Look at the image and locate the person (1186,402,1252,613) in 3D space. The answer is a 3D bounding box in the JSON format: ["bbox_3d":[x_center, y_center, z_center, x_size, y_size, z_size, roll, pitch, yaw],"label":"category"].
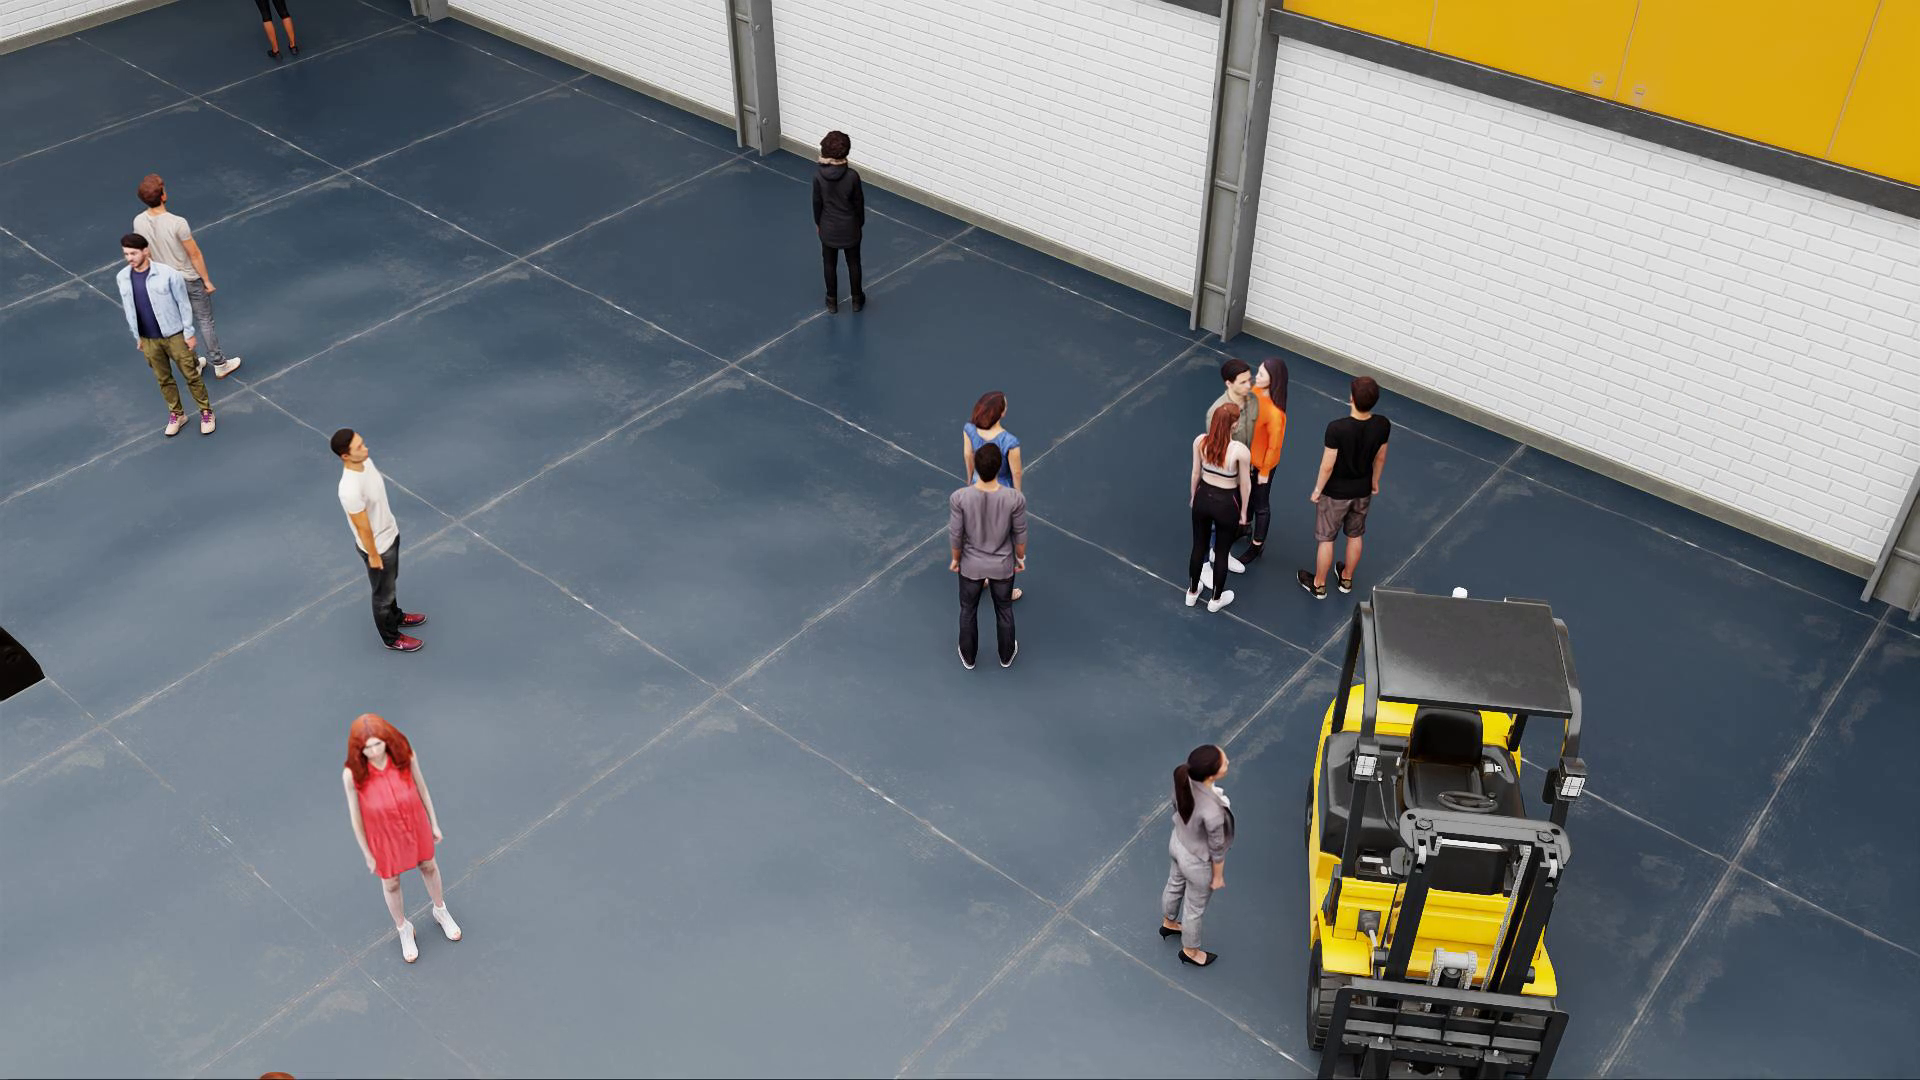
[{"bbox_3d":[1.825,-0.237,11.871,0.494,1.742,0.679,20,43,23],"label":"person"}]

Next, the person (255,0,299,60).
[{"bbox_3d":[-8.311,-6.657,19.907,0.640,1.748,0.595,-28,46,-30],"label":"person"}]

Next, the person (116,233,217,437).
[{"bbox_3d":[-6.528,-1.689,13.634,0.747,1.812,0.812,-2,39,-3],"label":"person"}]

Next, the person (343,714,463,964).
[{"bbox_3d":[-3.178,1.667,9.419,0.640,1.828,0.597,-23,44,-26],"label":"person"}]

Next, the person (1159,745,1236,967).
[{"bbox_3d":[1.324,1.775,9.403,0.774,1.679,0.671,-16,41,-19],"label":"person"}]

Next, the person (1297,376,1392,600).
[{"bbox_3d":[2.777,-0.370,11.943,0.770,1.862,0.790,-9,40,-11],"label":"person"}]

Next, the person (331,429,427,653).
[{"bbox_3d":[-4.067,-0.017,11.547,0.772,1.804,0.696,-5,39,-7],"label":"person"}]

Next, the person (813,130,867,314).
[{"bbox_3d":[-1.092,-2.881,15.152,0.730,1.781,0.798,-1,39,-1],"label":"person"}]

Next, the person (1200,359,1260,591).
[{"bbox_3d":[1.926,-0.507,12.111,0.593,1.866,0.709,31,48,33],"label":"person"}]

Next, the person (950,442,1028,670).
[{"bbox_3d":[0.187,0.126,11.328,0.716,1.853,0.801,0,39,0],"label":"person"}]

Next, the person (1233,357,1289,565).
[{"bbox_3d":[2.216,-0.606,12.328,0.768,1.748,0.680,-9,39,-11],"label":"person"}]

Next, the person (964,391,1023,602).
[{"bbox_3d":[0.243,-0.297,11.895,0.545,1.806,0.754,21,43,25],"label":"person"}]

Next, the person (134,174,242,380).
[{"bbox_3d":[-6.682,-2.238,14.252,0.703,1.898,0.798,2,39,3],"label":"person"}]
